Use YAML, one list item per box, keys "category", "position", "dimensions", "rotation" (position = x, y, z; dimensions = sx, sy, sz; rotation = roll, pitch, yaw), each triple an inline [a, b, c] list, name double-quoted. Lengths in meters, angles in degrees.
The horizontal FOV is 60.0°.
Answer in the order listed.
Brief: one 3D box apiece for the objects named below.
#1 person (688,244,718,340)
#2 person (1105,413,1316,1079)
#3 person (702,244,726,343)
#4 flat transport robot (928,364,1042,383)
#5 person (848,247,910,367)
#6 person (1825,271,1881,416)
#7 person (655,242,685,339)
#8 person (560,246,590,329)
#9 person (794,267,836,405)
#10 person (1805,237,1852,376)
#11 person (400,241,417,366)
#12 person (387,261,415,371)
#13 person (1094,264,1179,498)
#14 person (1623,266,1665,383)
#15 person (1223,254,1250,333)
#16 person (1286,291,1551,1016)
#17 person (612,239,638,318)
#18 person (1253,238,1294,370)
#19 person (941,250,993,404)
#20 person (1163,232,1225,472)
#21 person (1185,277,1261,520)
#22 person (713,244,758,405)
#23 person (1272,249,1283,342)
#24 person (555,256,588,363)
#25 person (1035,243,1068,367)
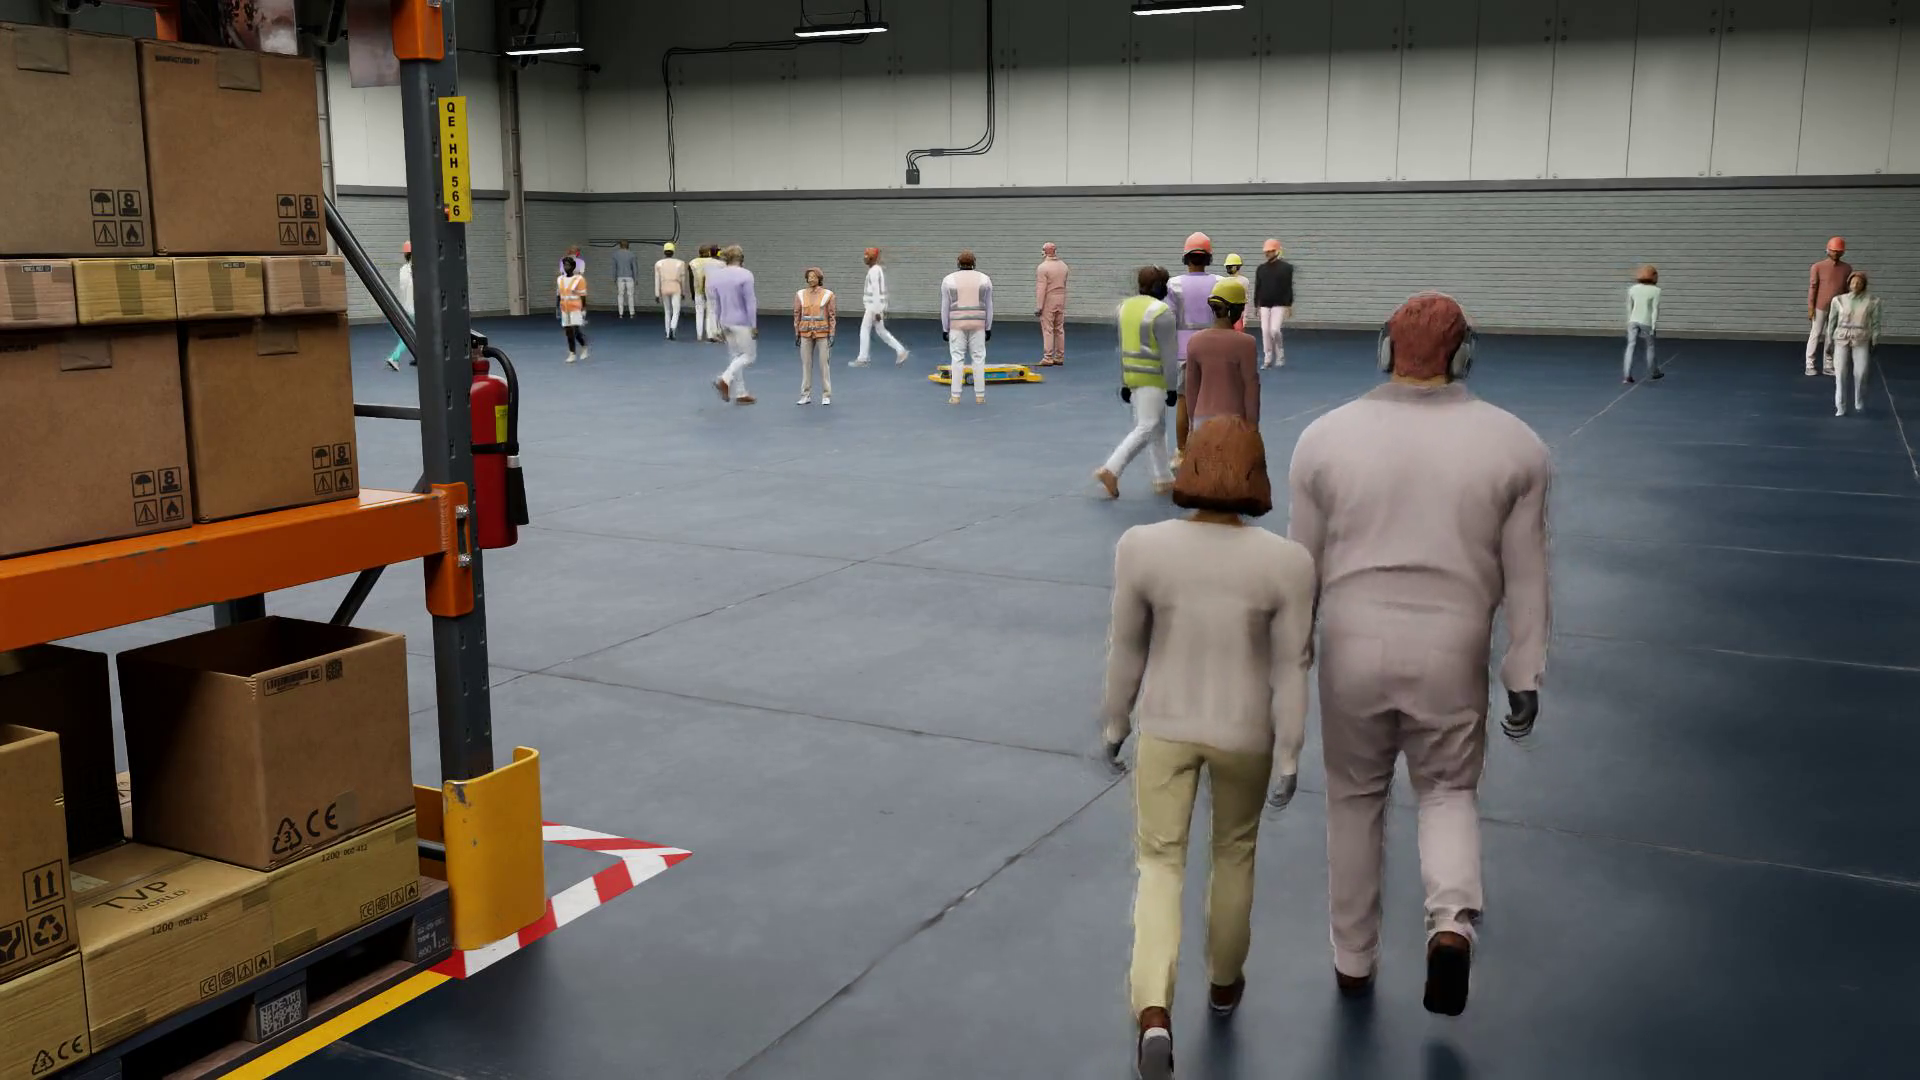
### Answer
- category: "person"
  position: [-4.933, -4.802, 32.277]
  dimensions: [0.627, 1.844, 0.429]
  rotation: [0, 10, 3]
- category: "person"
  position: [0.595, 0.494, 4.071]
  dimensions: [0.508, 1.603, 0.776]
  rotation: [2, 11, 12]
- category: "person"
  position: [-4.630, -4.635, 31.365]
  dimensions: [0.561, 1.847, 0.549]
  rotation: [3, 11, 16]
- category: "flat transport robot"
  position: [0.339, -2.294, 22.882]
  dimensions: [1.431, 0.197, 0.652]
  rotation: [-4, 11, -20]
- category: "person"
  position: [-1.249, -3.572, 25.560]
  dimensions: [0.887, 1.858, 0.572]
  rotation: [1, 10, 7]
- category: "person"
  position: [9.997, -2.194, 18.643]
  dimensions: [0.519, 1.625, 0.398]
  rotation: [7, 12, 32]
- category: "person"
  position: [-5.627, -4.826, 32.263]
  dimensions: [0.581, 1.896, 0.805]
  rotation: [0, 10, 0]
- category: "person"
  position: [-8.428, -5.490, 36.192]
  dimensions: [0.647, 1.778, 1.002]
  rotation: [2, 11, 11]
- category: "person"
  position: [-1.735, -2.436, 19.908]
  dimensions: [0.516, 1.645, 0.308]
  rotation: [2, 11, 11]
- category: "person"
  position: [12.545, -3.360, 23.997]
  dimensions: [0.614, 1.990, 0.392]
  rotation: [-1, 10, -3]
- category: "person"
  position: [-8.435, -3.643, 25.714]
  dimensions: [0.400, 1.926, 0.567]
  rotation: [6, 12, 28]
- category: "person"
  position: [-8.203, -3.388, 24.881]
  dimensions: [0.865, 1.720, 0.525]
  rotation: [-10, 14, -42]
- category: "person"
  position: [1.422, -1.223, 12.856]
  dimensions: [0.879, 1.812, 0.635]
  rotation: [-5, 11, -25]
- category: "person"
  position: [9.423, -2.956, 22.878]
  dimensions: [0.843, 1.587, 0.515]
  rotation: [-9, 13, -39]
- category: "person"
  position: [3.808, -3.103, 23.213]
  dimensions: [0.327, 1.767, 0.533]
  rotation: [-8, 13, -36]
- category: "person"
  position: [1.153, 0.311, 4.278]
  dimensions: [0.673, 1.886, 0.544]
  rotation: [2, 11, 13]
- category: "person"
  position: [-8.192, -6.399, 40.720]
  dimensions: [0.633, 1.936, 0.355]
  rotation: [1, 10, 5]
- category: "person"
  position: [4.687, -3.541, 25.033]
  dimensions: [0.642, 1.969, 0.449]
  rotation: [8, 13, 38]
- category: "person"
  position: [0.081, -2.545, 19.969]
  dimensions: [0.625, 1.844, 0.429]
  rotation: [-1, 10, -6]
- category: "person"
  position: [2.009, -1.590, 14.210]
  dimensions: [0.605, 2.044, 0.375]
  rotation: [0, 10, -2]
- category: "person"
  position: [1.632, -0.732, 10.289]
  dimensions: [0.530, 1.768, 0.312]
  rotation: [9, 14, 41]
- category: "person"
  position: [-2.703, -2.538, 19.723]
  dimensions: [0.663, 1.919, 0.594]
  rotation: [9, 14, 41]
- category: "person"
  position: [5.973, -4.659, 31.546]
  dimensions: [0.425, 1.816, 0.627]
  rotation: [-4, 11, -19]
- category: "person"
  position: [-6.171, -3.643, 26.365]
  dimensions: [0.533, 1.686, 0.359]
  rotation: [4, 11, 23]
- category: "person"
  position: [1.386, -3.637, 25.758]
  dimensions: [0.400, 1.905, 0.643]
  rotation: [10, 14, 43]
